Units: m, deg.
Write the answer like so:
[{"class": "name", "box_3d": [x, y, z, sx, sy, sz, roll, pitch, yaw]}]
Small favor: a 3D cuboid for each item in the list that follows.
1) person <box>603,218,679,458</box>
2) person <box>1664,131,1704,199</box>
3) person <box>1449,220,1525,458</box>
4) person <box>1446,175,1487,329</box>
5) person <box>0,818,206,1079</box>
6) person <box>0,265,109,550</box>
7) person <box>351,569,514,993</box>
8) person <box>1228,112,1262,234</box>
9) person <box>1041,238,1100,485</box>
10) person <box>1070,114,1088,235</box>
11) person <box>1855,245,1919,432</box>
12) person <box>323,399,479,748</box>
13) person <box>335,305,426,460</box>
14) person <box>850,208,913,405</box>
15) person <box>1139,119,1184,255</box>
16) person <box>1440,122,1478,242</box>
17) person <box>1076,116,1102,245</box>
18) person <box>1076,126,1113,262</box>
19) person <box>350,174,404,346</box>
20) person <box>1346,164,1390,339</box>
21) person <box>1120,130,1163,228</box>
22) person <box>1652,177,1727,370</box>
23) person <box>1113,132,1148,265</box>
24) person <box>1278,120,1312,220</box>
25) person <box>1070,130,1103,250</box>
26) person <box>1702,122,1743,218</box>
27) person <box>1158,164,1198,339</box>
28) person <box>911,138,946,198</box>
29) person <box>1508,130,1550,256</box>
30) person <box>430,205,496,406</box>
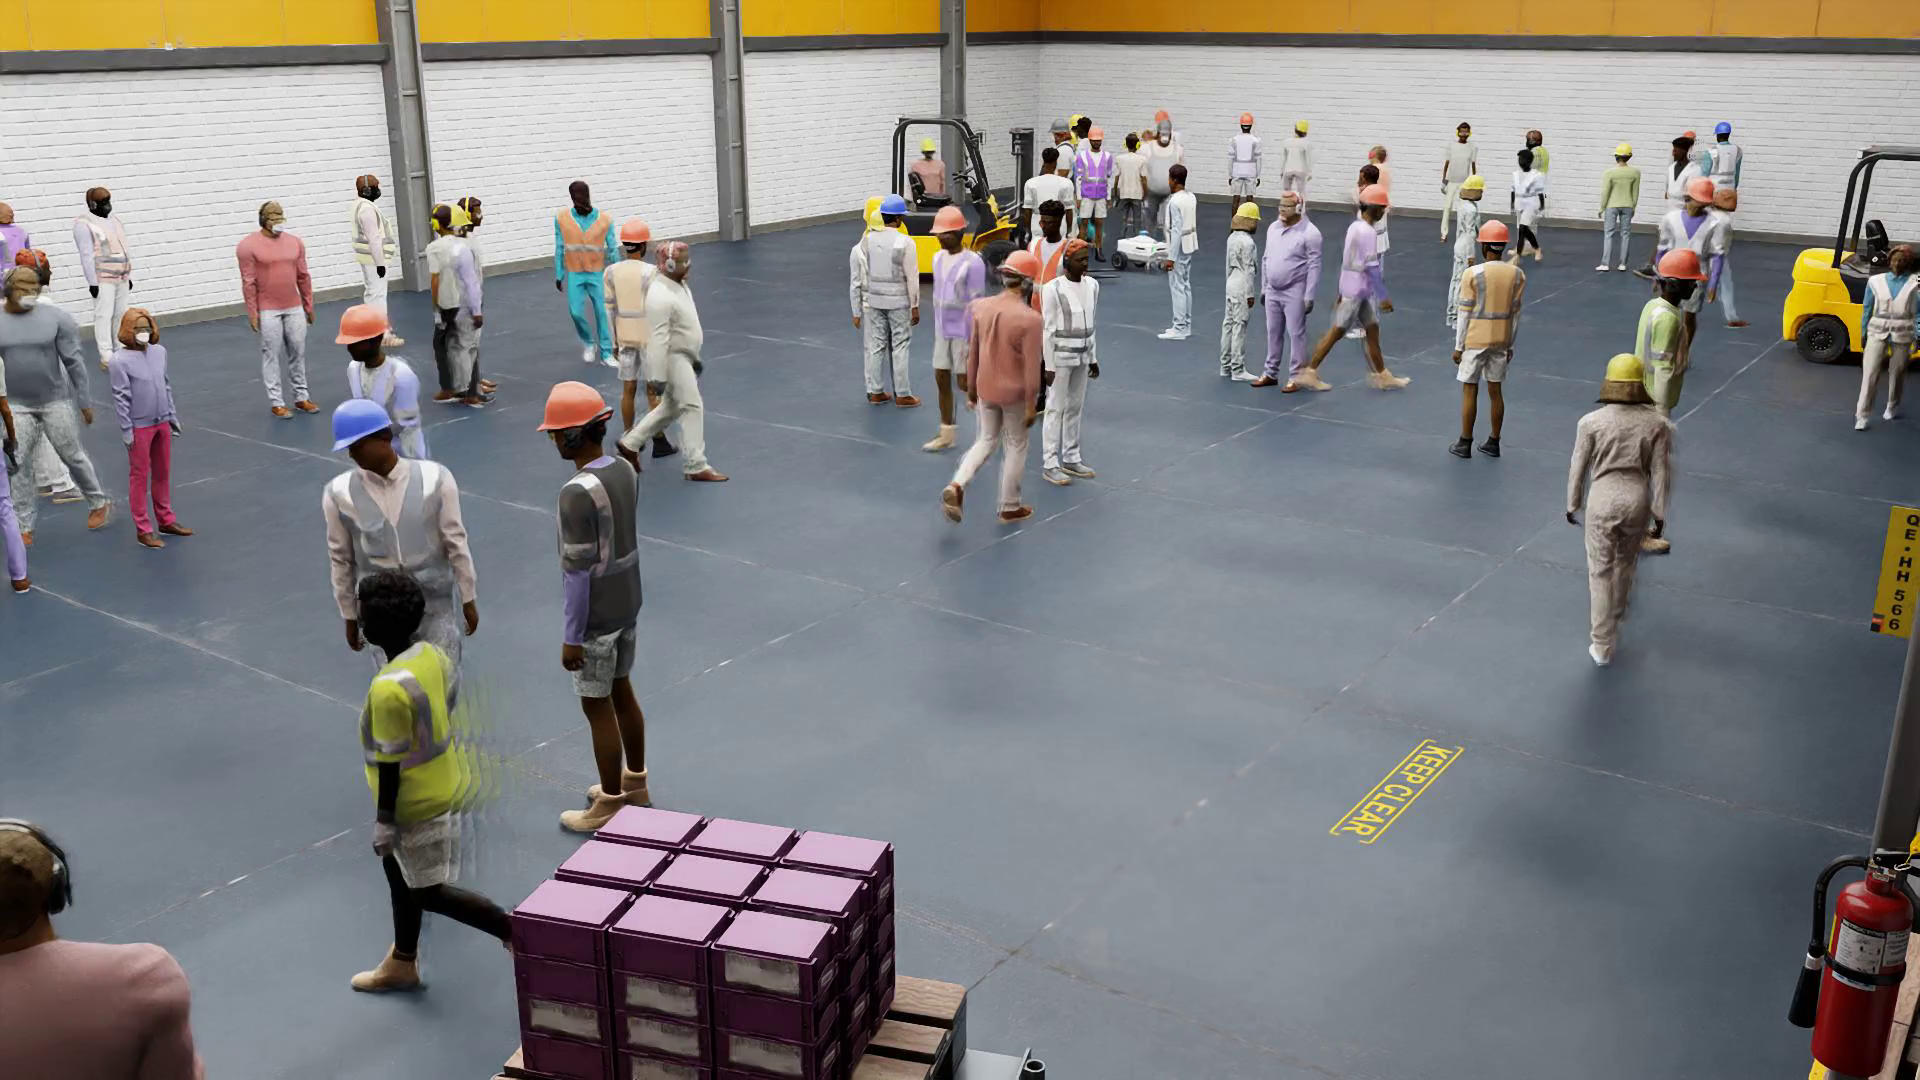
[{"class": "person", "box_3d": [-2.596, -1.632, 13.527, 0.542, 1.939, 0.365, 6, 19, 17]}, {"class": "person", "box_3d": [11.219, -5.447, 25.773, 0.563, 1.743, 0.337, 4, 18, 12]}, {"class": "person", "box_3d": [4.265, -1.622, 13.523, 0.539, 1.929, 0.392, -5, 18, -14]}, {"class": "person", "box_3d": [5.809, -3.290, 19.029, 0.295, 1.743, 0.493, 1, 18, 2]}, {"class": "person", "box_3d": [-1.982, 1.515, 3.706, 0.634, 1.932, 0.366, -6, 19, -18]}, {"class": "person", "box_3d": [-6.344, -0.926, 11.370, 0.744, 1.921, 0.564, -7, 19, -22]}, {"class": "person", "box_3d": [-1.886, 0.910, 6.001, 0.736, 1.675, 0.530, -2, 18, -7]}, {"class": "person", "box_3d": [4.616, -5.937, 26.987, 0.545, 1.942, 0.351, 5, 18, 15]}, {"class": "person", "box_3d": [0.856, -1.382, 12.836, 0.575, 1.882, 0.359, -16, 24, -41]}, {"class": "person", "box_3d": [1.922, -5.899, 26.900, 0.381, 1.921, 0.584, 8, 19, 23]}, {"class": "person", "box_3d": [8.165, -1.795, 14.582, 0.513, 1.601, 0.863, 12, 21, 33]}, {"class": "person", "box_3d": [-2.528, 0.280, 7.603, 0.628, 1.902, 0.676, -5, 19, -16]}, {"class": "person", "box_3d": [-3.398, -0.462, 9.923, 0.551, 1.909, 0.527, 9, 20, 26]}, {"class": "person", "box_3d": [-0.716, -2.154, 15.360, 0.601, 1.817, 0.403, -6, 19, -18]}, {"class": "person", "box_3d": [3.002, -5.353, 24.999, 0.689, 2.000, 0.985, 1, 18, 2]}, {"class": "person", "box_3d": [7.814, -5.600, 26.075, 0.519, 1.860, 0.323, 5, 18, 14]}, {"class": "person", "box_3d": [1.910, -5.511, 25.616, 0.613, 1.963, 0.362, -16, 24, -41]}, {"class": "person", "box_3d": [1.937, -4.976, 23.988, 0.542, 1.938, 0.358, -4, 18, -11]}, {"class": "person", "box_3d": [-6.347, -3.035, 18.072, 0.429, 1.844, 0.627, -10, 20, -28]}, {"class": "person", "box_3d": [4.552, -3.190, 18.456, 0.389, 1.912, 0.591, 8, 19, 23]}, {"class": "person", "box_3d": [3.055, -6.026, 27.805, 0.799, 1.594, 0.506, -1, 18, -2]}, {"class": "person", "box_3d": [7.172, -2.591, 16.446, 0.644, 1.975, 1.067, 9, 20, 27]}, {"class": "person", "box_3d": [2.441, -4.867, 23.755, 0.515, 1.873, 0.329, 6, 19, 19]}, {"class": "person", "box_3d": [5.757, -6.326, 28.571, 0.578, 1.732, 0.545, 10, 20, 28]}, {"class": "person", "box_3d": [1.810, -5.254, 25.088, 0.753, 1.808, 0.564, 7, 19, 20]}, {"class": "person", "box_3d": [11.322, -5.250, 24.847, 0.604, 1.939, 0.416, -2, 18, -6]}, {"class": "person", "box_3d": [2.438, -3.184, 18.416, 0.371, 1.915, 0.597, 8, 19, 23]}, {"class": "person", "box_3d": [-0.448, -5.007, 24.420, 0.544, 1.730, 0.753, -4, 18, -13]}, {"class": "person", "box_3d": [8.486, -5.161, 24.747, 0.429, 1.830, 0.643, 13, 22, 36]}, {"class": "person", "box_3d": [-4.598, -2.156, 15.336, 0.601, 1.831, 0.404, 14, 22, 37]}]
